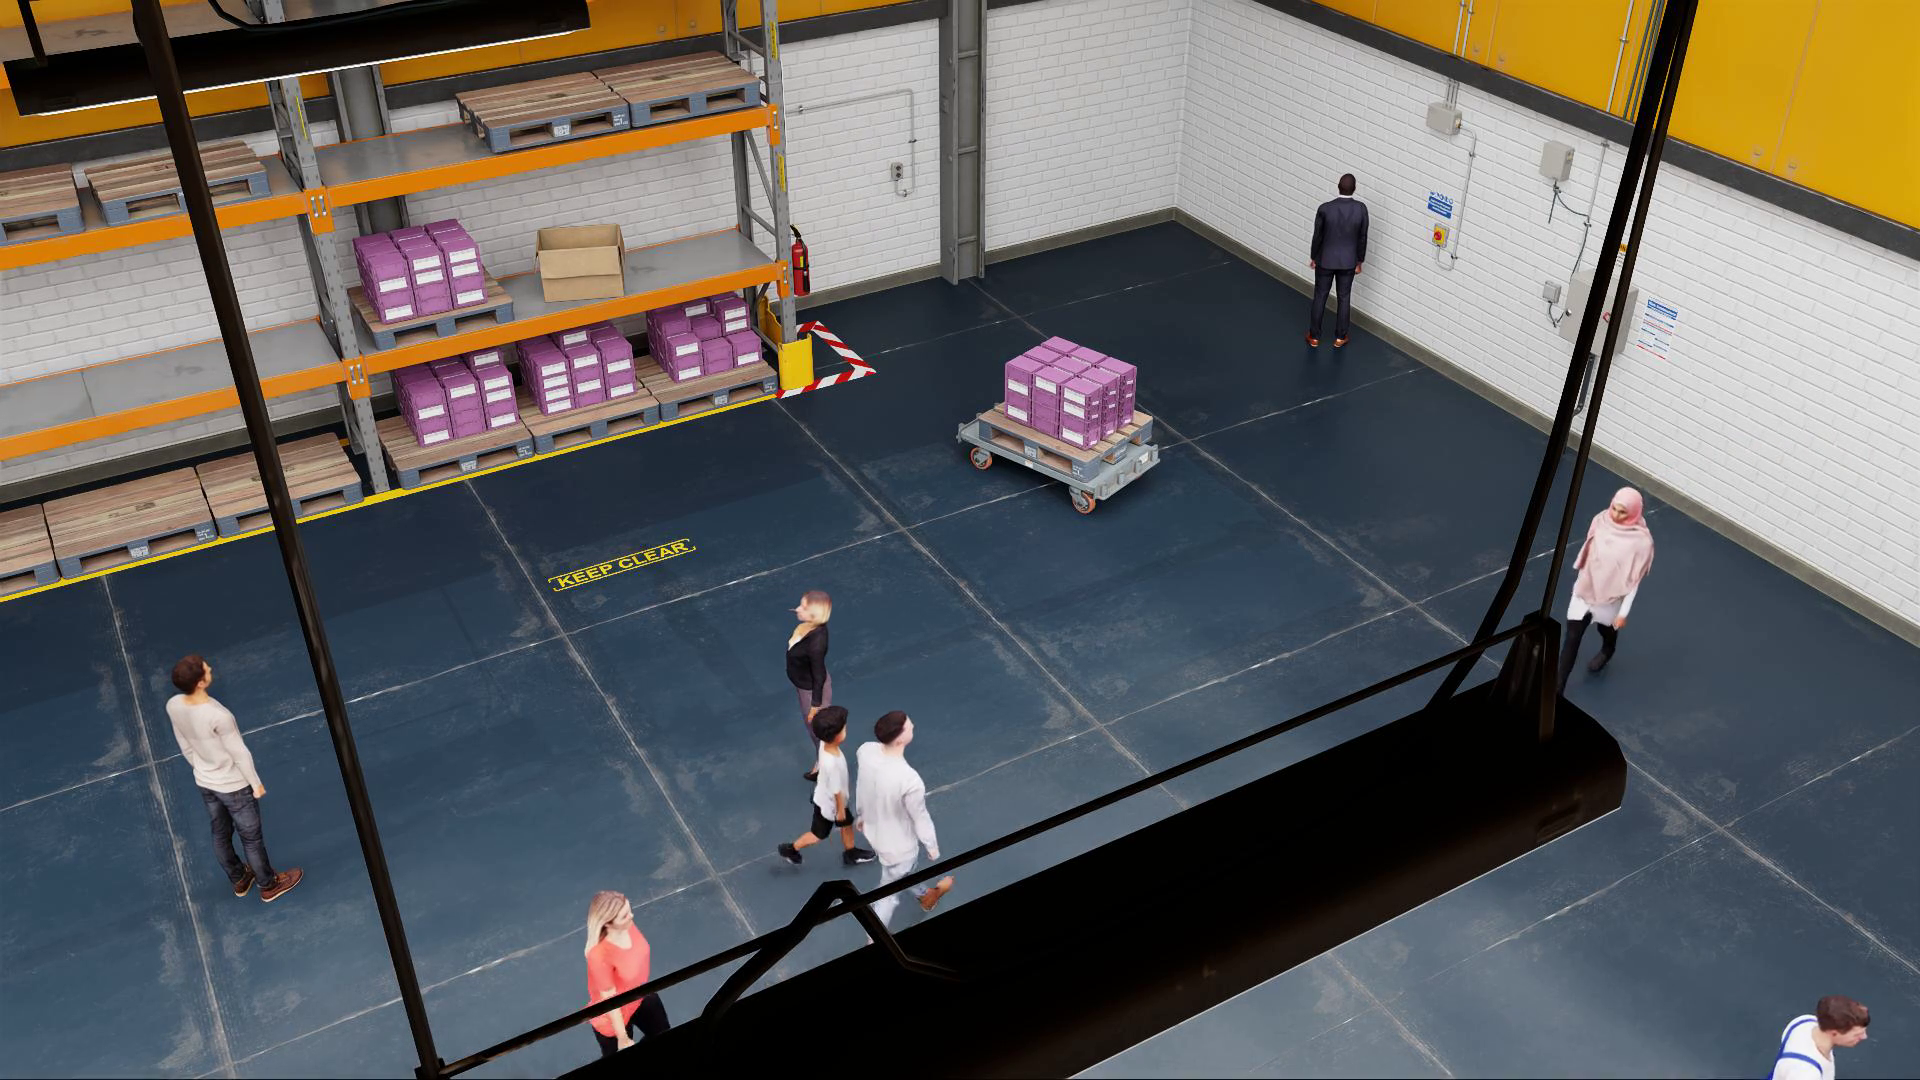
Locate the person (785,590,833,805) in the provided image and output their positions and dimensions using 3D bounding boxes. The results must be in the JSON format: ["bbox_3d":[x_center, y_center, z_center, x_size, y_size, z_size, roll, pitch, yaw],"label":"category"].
[{"bbox_3d":[-0.946,1.022,10.986,0.650,1.675,0.665,-6,34,-9],"label":"person"}]

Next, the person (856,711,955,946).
[{"bbox_3d":[-0.449,1.768,9.743,1.042,1.809,0.785,-24,41,-32],"label":"person"}]

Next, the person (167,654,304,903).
[{"bbox_3d":[-4.495,1.462,10.149,0.742,1.868,0.782,12,35,17],"label":"person"}]

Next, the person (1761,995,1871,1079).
[{"bbox_3d":[3.893,2.821,8.133,0.894,1.837,0.845,14,36,20],"label":"person"}]

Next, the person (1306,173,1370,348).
[{"bbox_3d":[3.757,-2.781,16.573,0.769,1.824,0.851,6,34,8],"label":"person"}]

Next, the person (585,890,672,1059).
[{"bbox_3d":[-1.880,2.477,8.791,0.778,1.681,0.719,8,34,12],"label":"person"}]

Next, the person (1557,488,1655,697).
[{"bbox_3d":[4.648,0.380,11.884,1.301,1.750,0.889,-29,43,-36],"label":"person"}]

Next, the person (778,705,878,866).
[{"bbox_3d":[-0.877,1.614,10.492,0.918,1.235,0.701,-3,34,-4],"label":"person"}]
